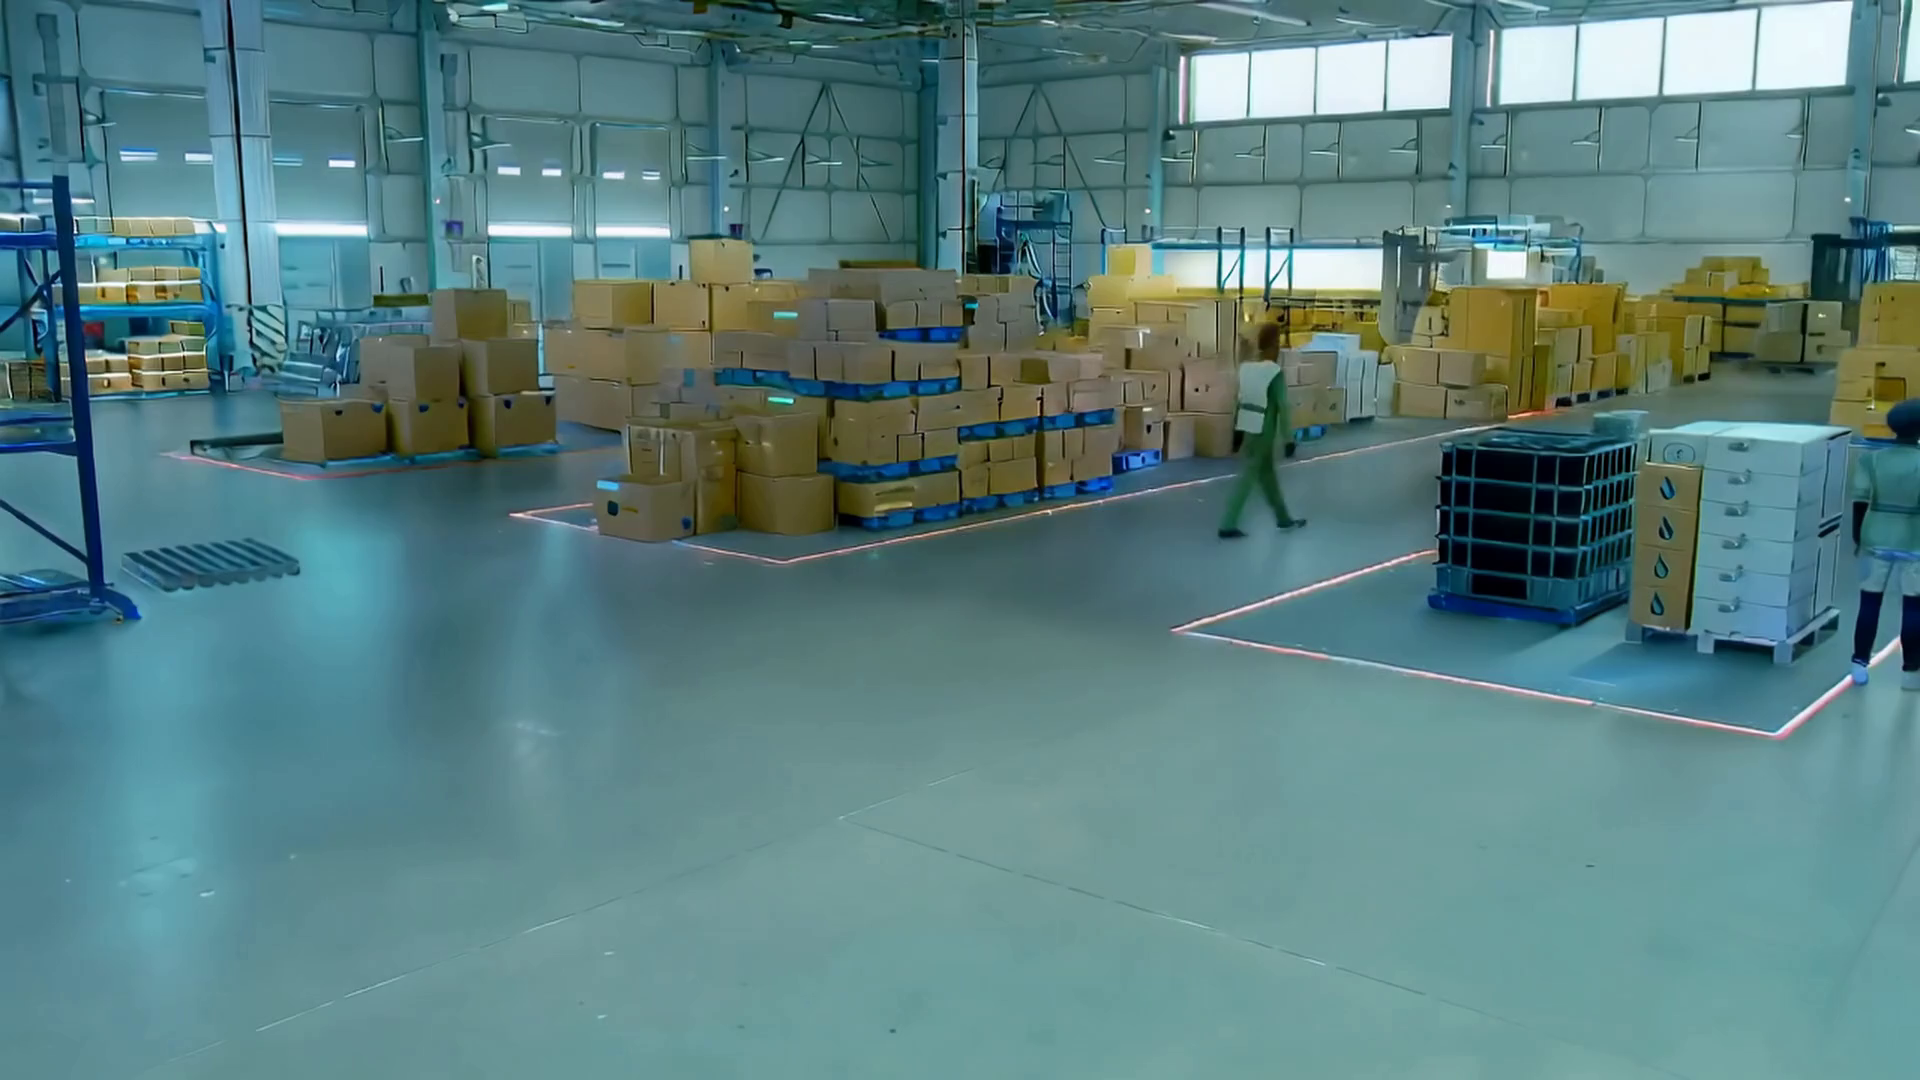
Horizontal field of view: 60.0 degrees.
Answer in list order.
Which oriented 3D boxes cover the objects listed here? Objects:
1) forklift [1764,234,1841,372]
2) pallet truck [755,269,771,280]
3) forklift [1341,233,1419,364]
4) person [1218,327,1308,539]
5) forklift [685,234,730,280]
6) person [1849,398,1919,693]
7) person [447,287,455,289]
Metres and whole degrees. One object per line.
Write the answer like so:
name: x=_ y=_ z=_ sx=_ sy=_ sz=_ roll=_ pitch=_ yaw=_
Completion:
forklift: x=17.692 y=-4.881 z=34.183 sx=1.873 sy=2.768 sz=1.129 roll=8 pitch=13 yaw=40
pallet truck: x=-4.996 y=-6.432 z=45.525 sx=1.885 sy=1.965 sz=0.823 roll=-6 pitch=12 yaw=-32
forklift: x=8.358 y=-4.466 z=31.817 sx=1.873 sy=2.768 sz=1.129 roll=8 pitch=13 yaw=40
person: x=2.685 y=-0.946 z=14.683 sx=1.026 sy=1.863 sz=0.618 roll=-4 pitch=11 yaw=-23
forklift: x=-5.029 y=-4.728 z=33.312 sx=1.129 sy=2.768 sz=1.873 roll=7 pitch=12 yaw=35
person: x=5.402 y=0.031 z=9.576 sx=0.534 sy=1.700 sz=0.318 roll=8 pitch=13 yaw=38
person: x=-8.242 y=-3.185 z=27.246 sx=0.640 sy=1.921 sz=0.577 roll=7 pitch=12 yaw=36
